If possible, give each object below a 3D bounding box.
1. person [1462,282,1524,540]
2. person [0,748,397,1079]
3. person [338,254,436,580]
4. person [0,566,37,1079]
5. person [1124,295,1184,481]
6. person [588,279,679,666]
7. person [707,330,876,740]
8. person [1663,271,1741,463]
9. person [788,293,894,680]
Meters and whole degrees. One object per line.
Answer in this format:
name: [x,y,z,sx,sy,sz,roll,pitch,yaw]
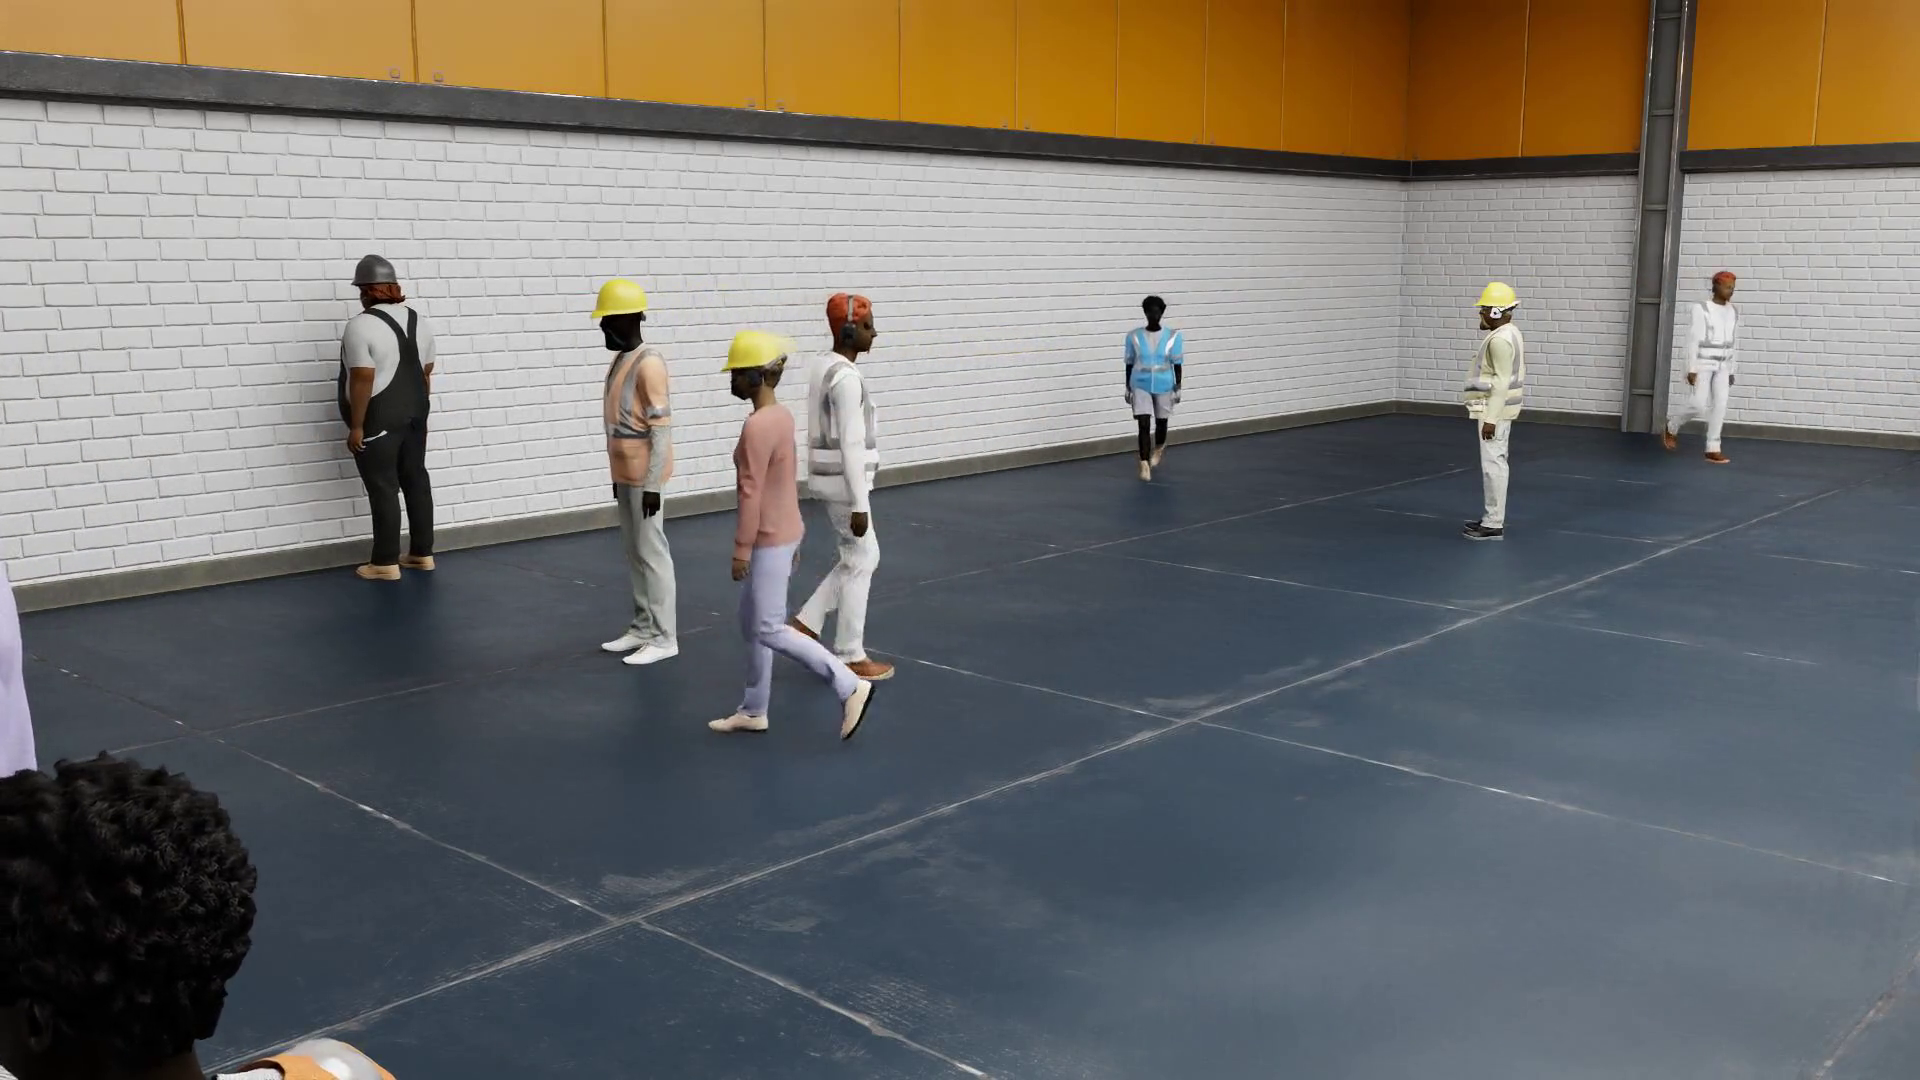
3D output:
person: [3.800,-0.915,11.879,0.404,1.831,0.600,4,11,21]
person: [-0.623,1.001,1.388,0.321,1.691,0.532,3,10,17]
person: [-3.657,-0.778,10.511,0.535,2.000,0.684,4,11,24]
person: [-1.716,0.629,2.788,0.355,1.937,0.634,-7,12,-33]
person: [1.753,-1.398,15.130,0.539,1.670,0.768,1,10,4]
person: [-1.637,-0.337,8.328,0.386,1.922,0.594,-5,11,-28]
person: [-0.721,-0.006,6.960,0.692,1.741,0.523,1,10,4]
person: [7.285,-1.697,16.270,0.584,1.865,0.704,-3,10,-17]
person: [-0.548,-0.238,7.926,0.457,1.865,0.601,-3,10,-16]
